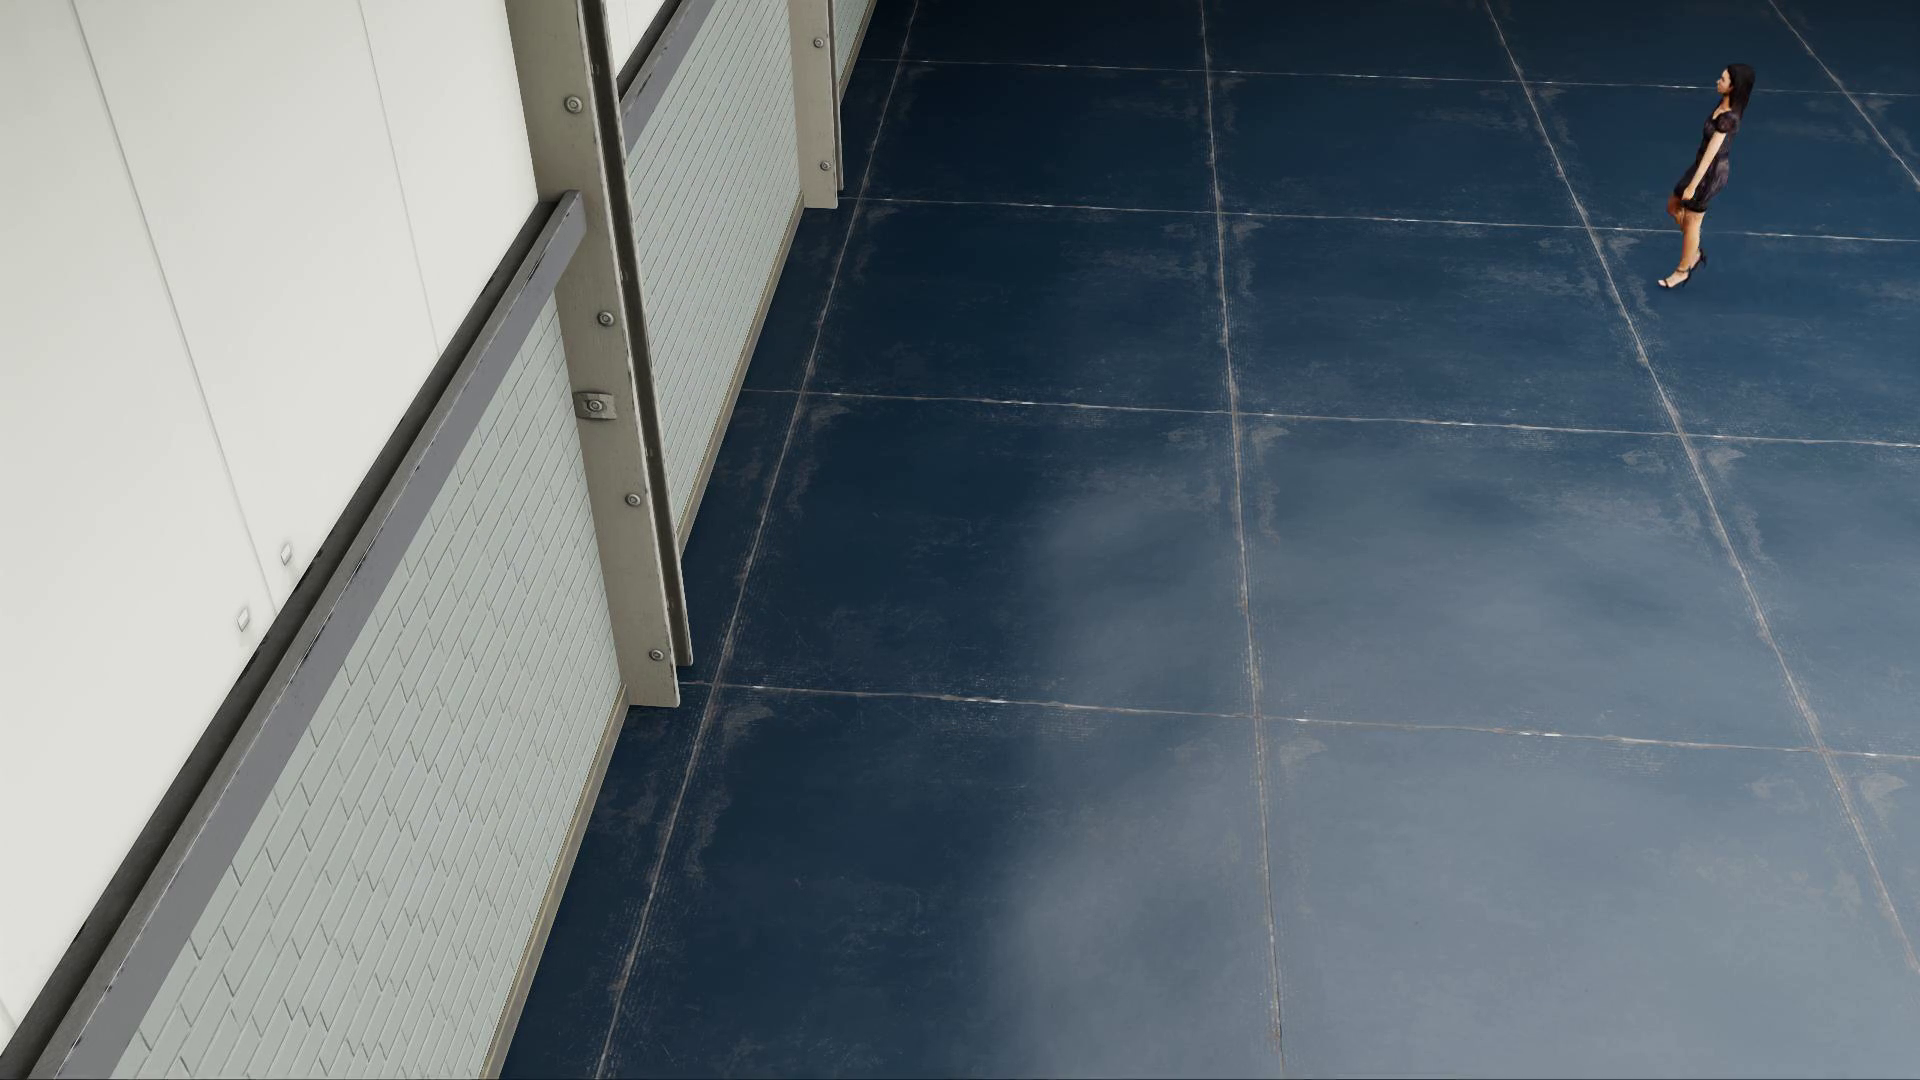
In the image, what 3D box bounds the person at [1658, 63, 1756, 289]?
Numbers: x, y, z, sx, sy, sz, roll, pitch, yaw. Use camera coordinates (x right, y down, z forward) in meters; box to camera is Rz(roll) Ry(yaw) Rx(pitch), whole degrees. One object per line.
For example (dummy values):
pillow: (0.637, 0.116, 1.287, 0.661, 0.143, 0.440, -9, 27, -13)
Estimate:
person: (5.564, -2.628, 12.228, 0.715, 1.781, 0.608, 10, 39, 13)
